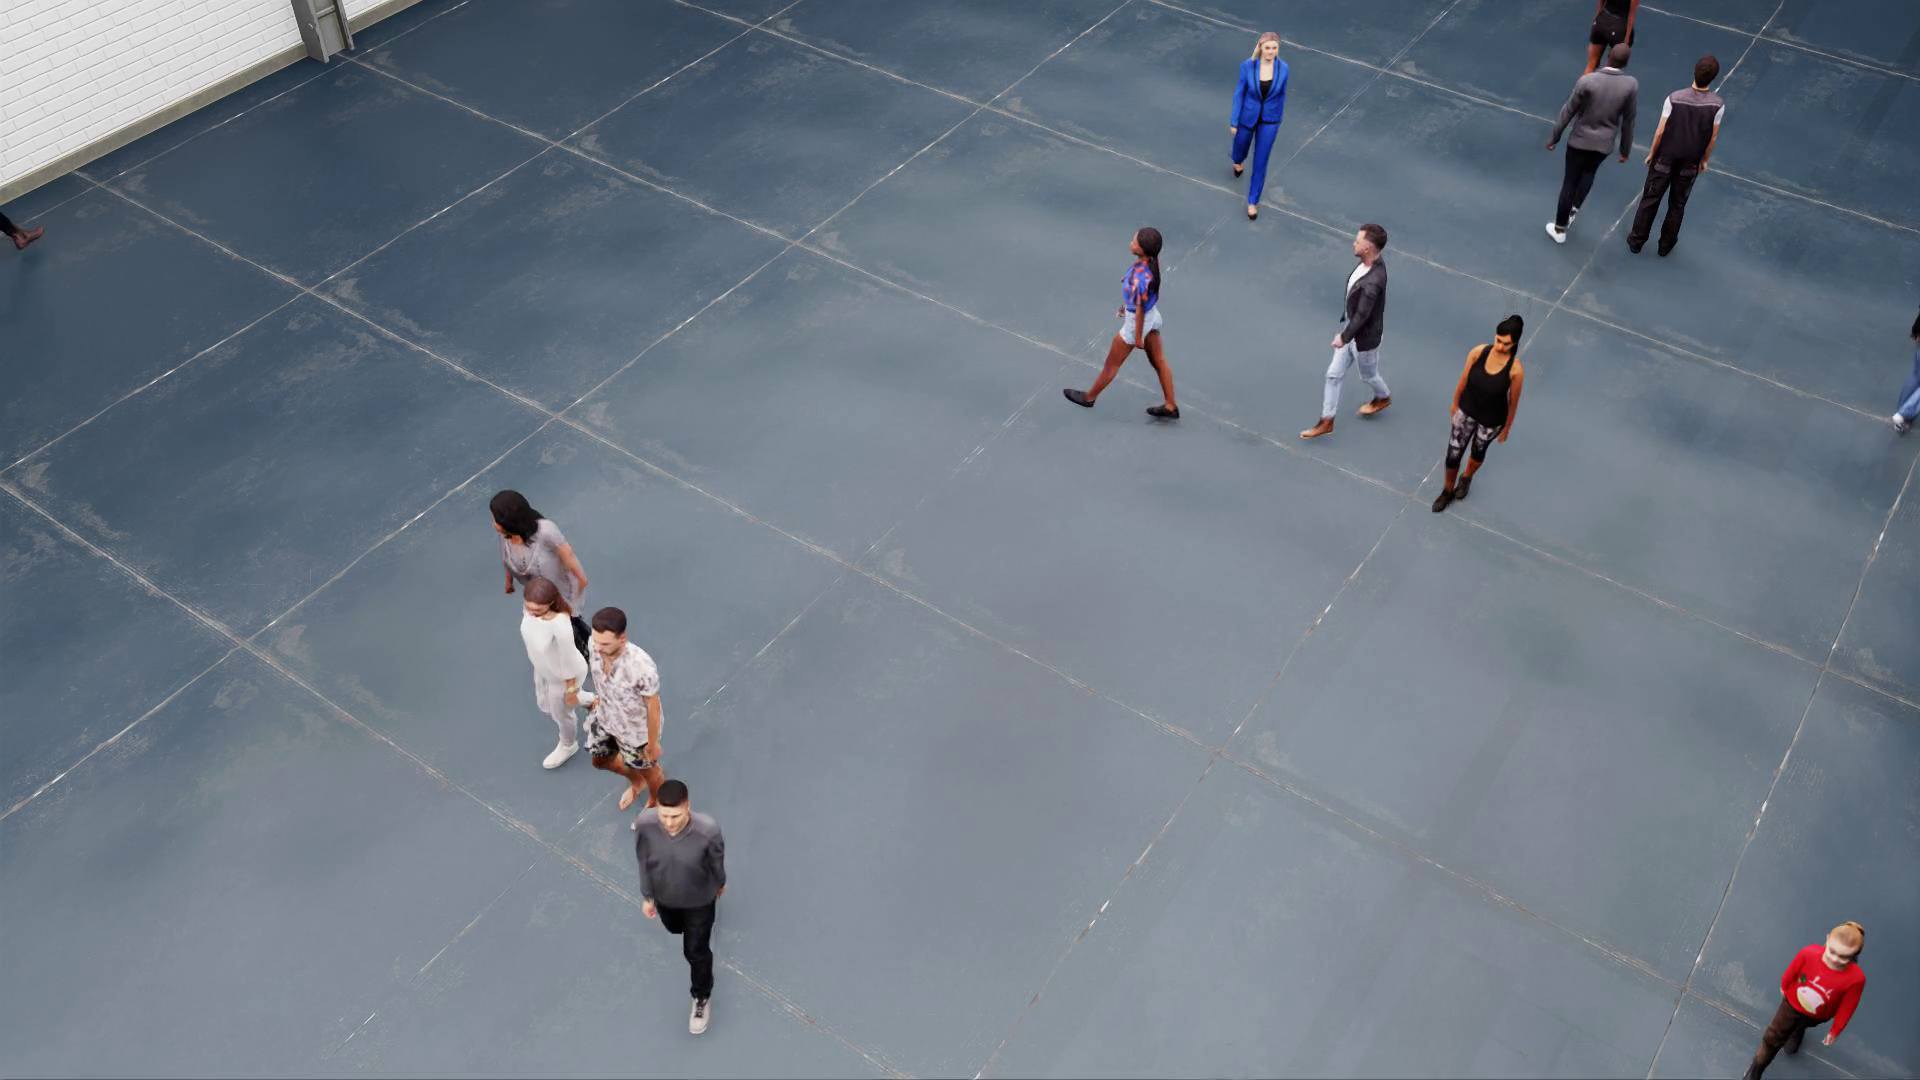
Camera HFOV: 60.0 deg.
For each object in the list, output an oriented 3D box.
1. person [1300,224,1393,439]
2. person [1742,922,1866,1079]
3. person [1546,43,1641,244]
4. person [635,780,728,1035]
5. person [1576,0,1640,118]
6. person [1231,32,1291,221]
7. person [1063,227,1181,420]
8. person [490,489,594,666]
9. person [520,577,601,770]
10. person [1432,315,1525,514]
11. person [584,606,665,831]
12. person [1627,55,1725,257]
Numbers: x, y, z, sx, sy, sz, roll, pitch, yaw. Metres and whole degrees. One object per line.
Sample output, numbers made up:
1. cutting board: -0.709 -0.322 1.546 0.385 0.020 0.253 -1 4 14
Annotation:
1. person: 3.080 -1.556 12.492 1.125 1.794 1.040 -7 44 -8
2. person: 4.492 2.398 8.735 0.504 1.251 0.908 25 49 24
3. person: 5.484 -3.380 14.413 0.967 1.786 0.933 3 44 3
4. person: -1.480 1.832 8.978 0.933 1.735 1.169 6 44 6
5. person: 6.219 -4.864 16.012 0.817 1.729 0.731 -28 50 -27
6. person: 2.642 -3.773 14.898 0.931 1.685 1.075 1 44 1
7. person: 1.458 -1.594 12.604 0.847 1.694 1.139 15 46 15
8. person: -2.606 0.208 10.807 0.683 1.563 0.753 14 45 14
9. person: -2.399 0.746 10.173 0.824 1.660 0.709 -33 53 -30
10. person: 3.786 -0.964 11.975 0.627 1.649 0.734 23 48 23
11. person: -1.899 0.990 9.810 0.675 1.806 0.606 26 49 25
12. person: 6.162 -3.283 14.265 0.715 1.848 0.670 13 45 13
